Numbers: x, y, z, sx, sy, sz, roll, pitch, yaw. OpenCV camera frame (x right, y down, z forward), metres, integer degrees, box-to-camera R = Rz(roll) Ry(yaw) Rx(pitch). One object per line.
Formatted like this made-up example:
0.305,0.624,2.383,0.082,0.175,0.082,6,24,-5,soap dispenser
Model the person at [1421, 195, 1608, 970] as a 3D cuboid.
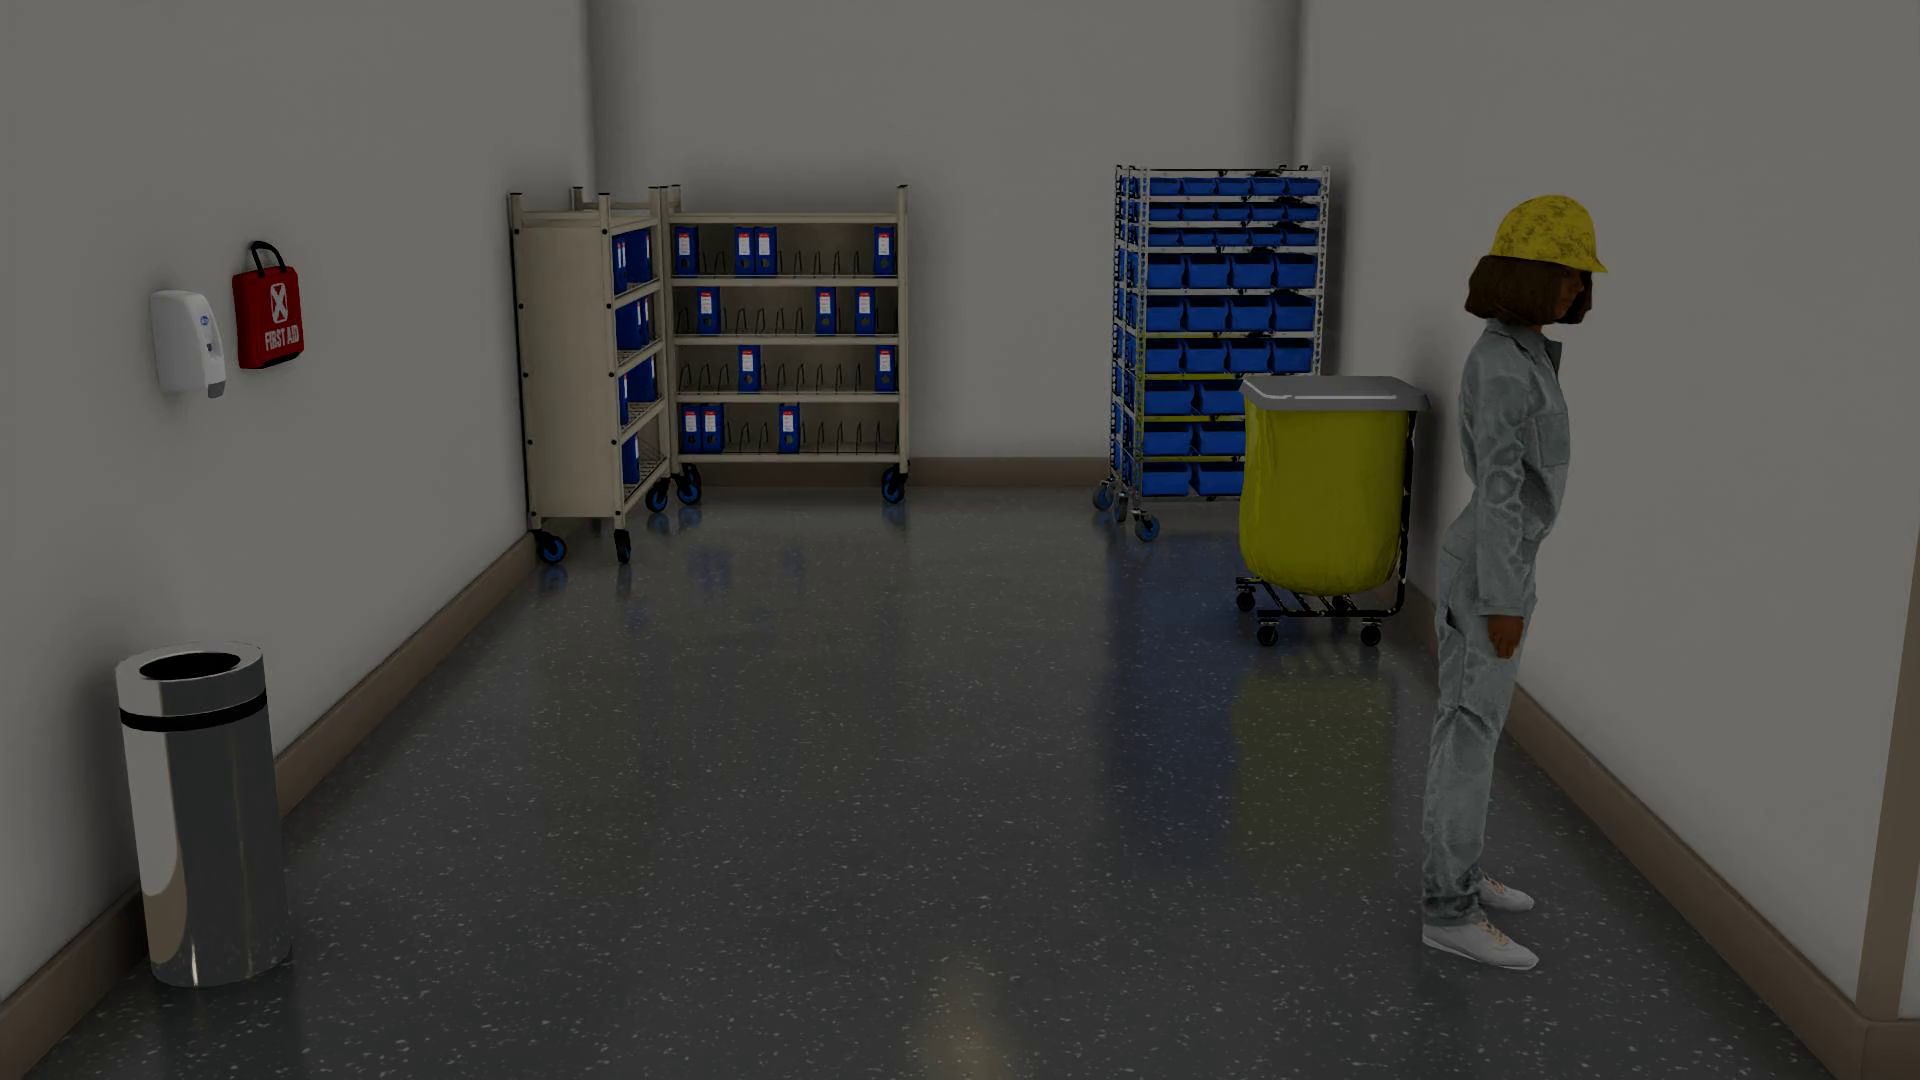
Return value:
1.259,0.095,3.821,0.313,1.739,0.485,5,14,20,person
